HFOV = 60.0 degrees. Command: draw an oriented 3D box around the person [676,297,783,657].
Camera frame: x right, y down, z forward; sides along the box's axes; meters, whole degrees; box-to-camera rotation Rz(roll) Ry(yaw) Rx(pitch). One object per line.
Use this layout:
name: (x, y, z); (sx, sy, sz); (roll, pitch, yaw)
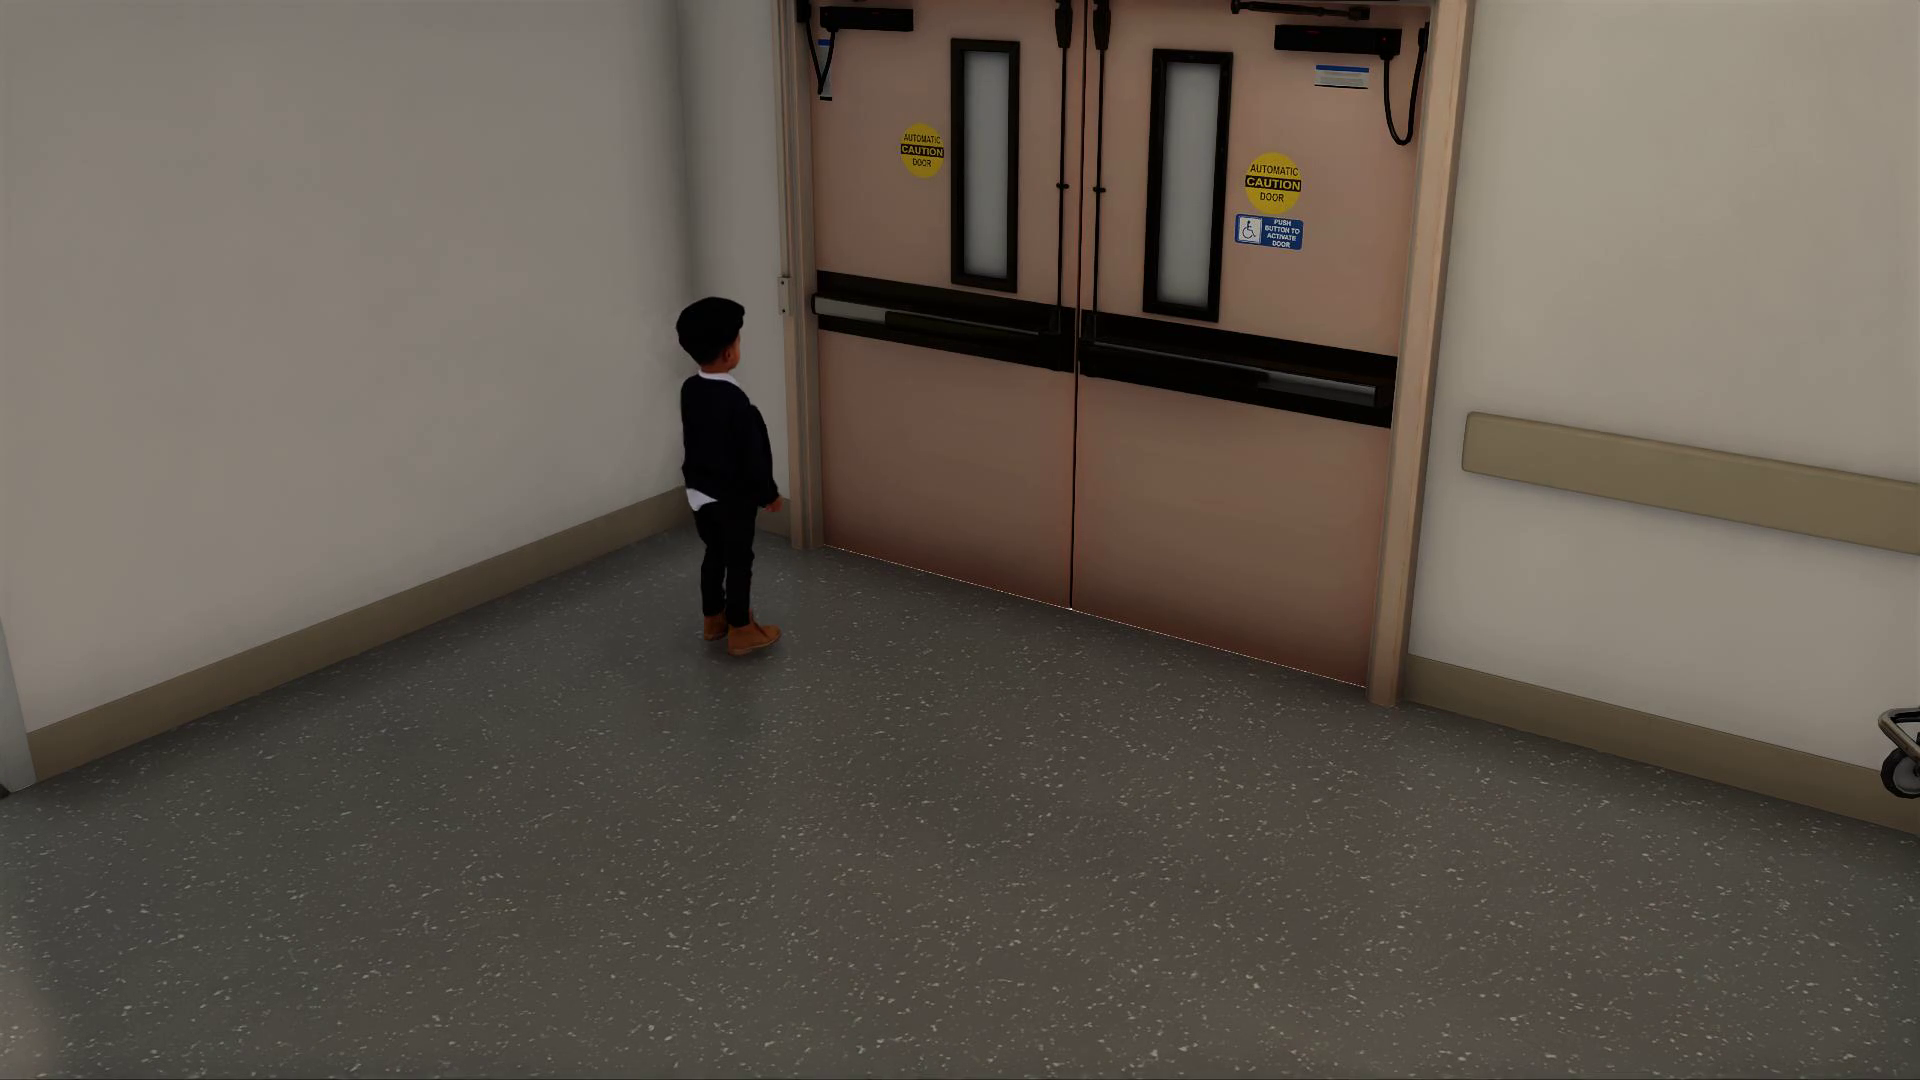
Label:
person: (-0.803, -0.195, 5.542); (0.559, 1.221, 0.542); (-19, 28, -41)
